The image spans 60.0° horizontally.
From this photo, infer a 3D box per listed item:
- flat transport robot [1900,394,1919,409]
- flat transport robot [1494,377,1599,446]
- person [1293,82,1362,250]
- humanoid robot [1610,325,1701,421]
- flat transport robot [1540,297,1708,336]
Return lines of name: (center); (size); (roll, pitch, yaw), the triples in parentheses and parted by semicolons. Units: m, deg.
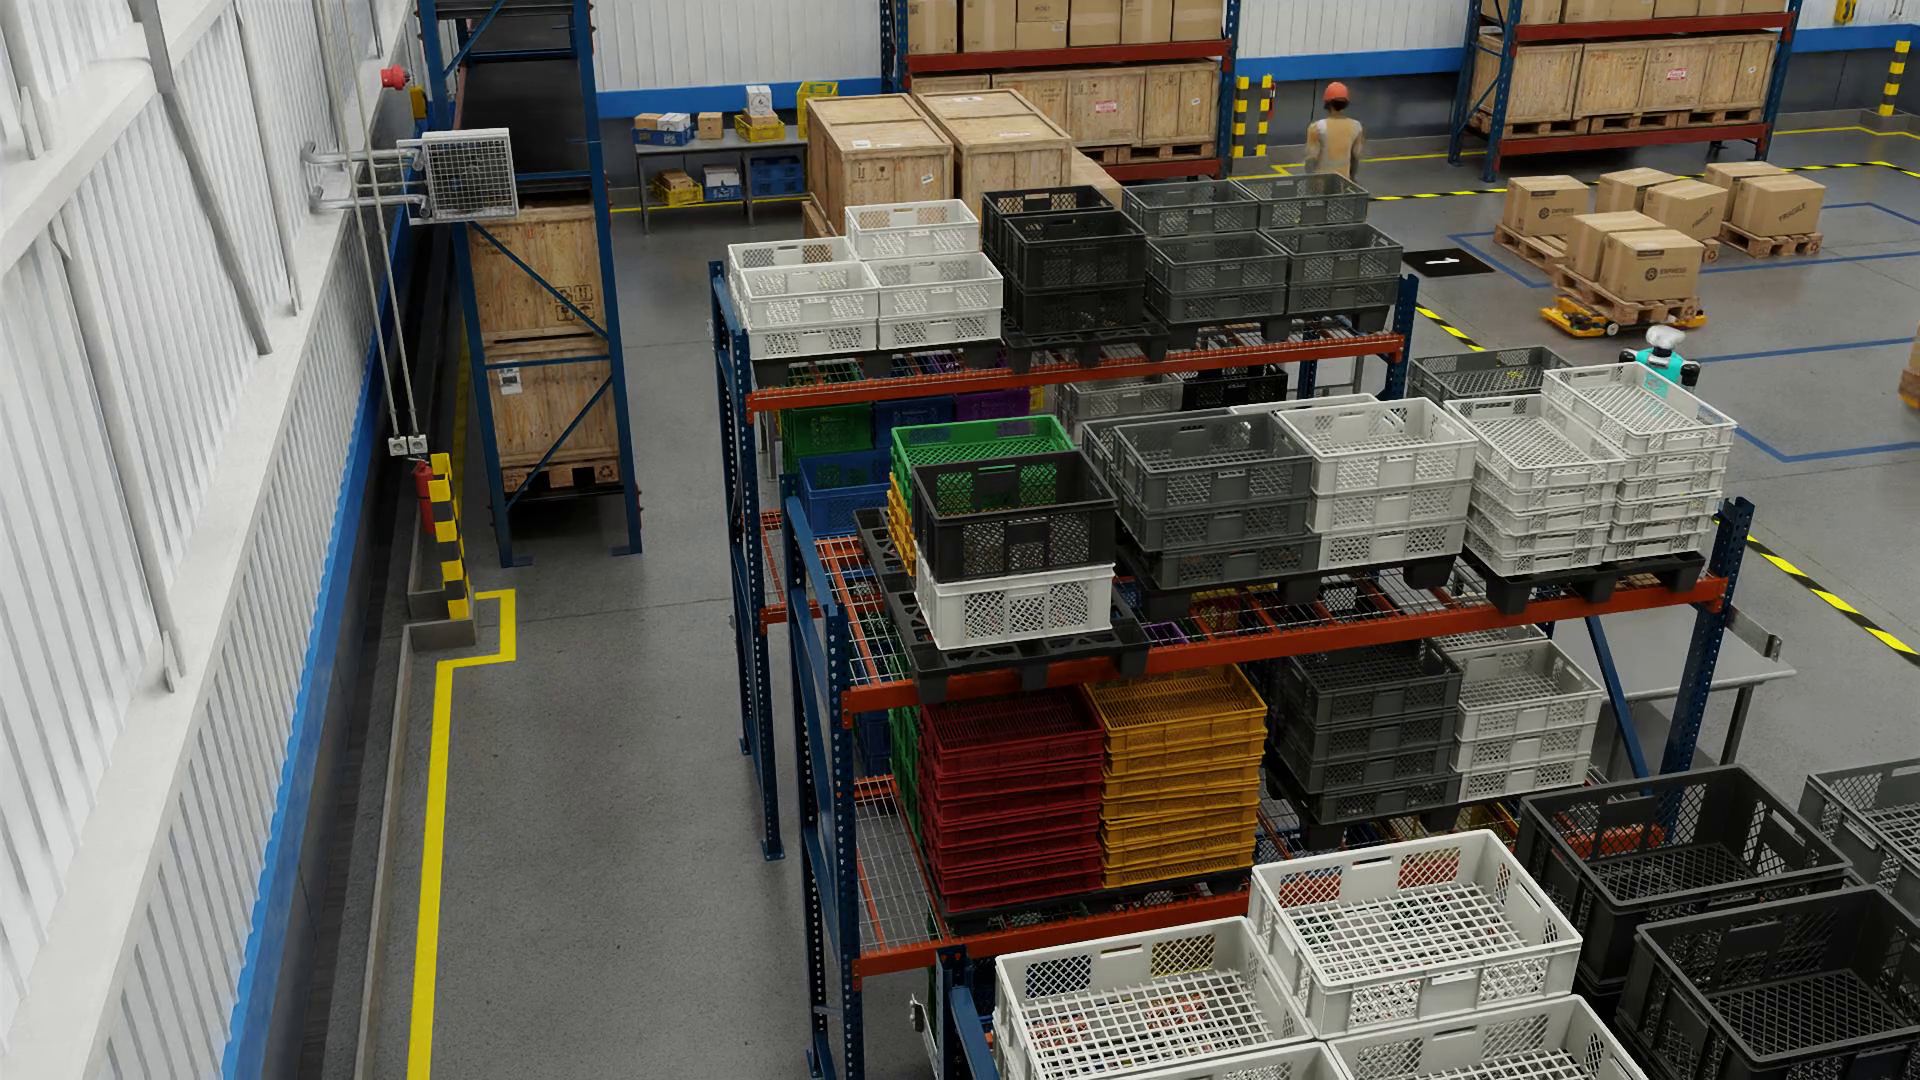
flat transport robot: (8.700, -1.025, 13.961); (0.652, 0.197, 1.431); (-6, 28, -12)
flat transport robot: (4.780, -1.036, 14.013); (0.659, 0.231, 1.431); (-6, 28, -12)
person: (3.806, -3.758, 17.326); (0.645, 1.992, 1.009); (-6, 28, -11)
humanoid robot: (4.892, -0.780, 11.808); (0.533, 1.677, 0.735); (16, 32, 27)
flat transport robot: (6.500, -2.245, 16.276); (1.431, 0.197, 0.652); (-6, 28, -12)
